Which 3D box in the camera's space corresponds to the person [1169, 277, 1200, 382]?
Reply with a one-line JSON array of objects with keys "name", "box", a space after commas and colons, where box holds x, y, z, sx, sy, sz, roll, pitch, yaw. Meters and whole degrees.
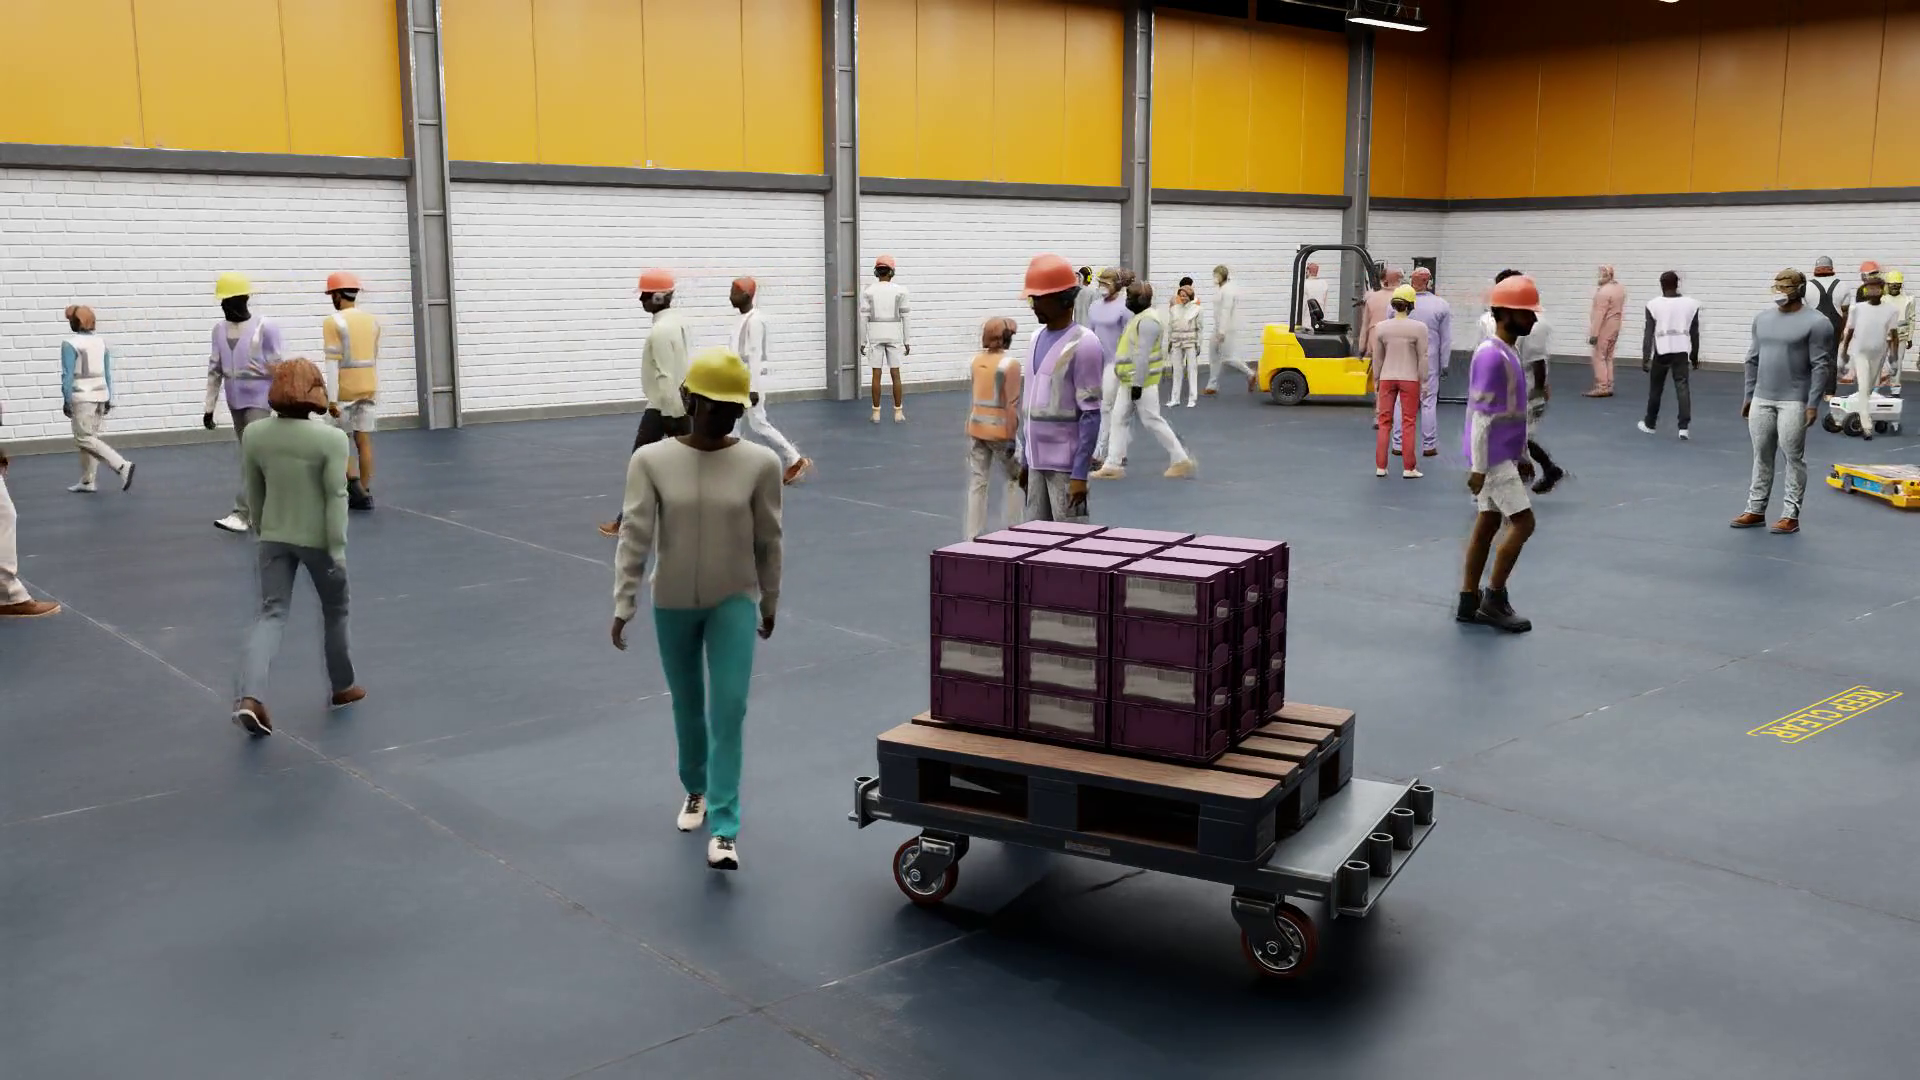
[{"name": "person", "box": [3.633, -3.404, 26.898, 0.529, 1.689, 0.320, 3, 10, 20]}]

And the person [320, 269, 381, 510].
[{"name": "person", "box": [-4.838, -1.184, 13.220, 0.389, 1.918, 0.563, 6, 11, 30]}]

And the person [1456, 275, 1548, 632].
[{"name": "person", "box": [2.977, -0.455, 8.980, 0.577, 1.919, 0.544, 4, 11, 24]}]

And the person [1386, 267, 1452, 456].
[{"name": "person", "box": [4.635, -1.798, 16.857, 0.651, 1.907, 0.409, 3, 10, 17]}]

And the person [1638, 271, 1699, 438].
[{"name": "person", "box": [7.997, -2.084, 18.703, 0.662, 1.850, 1.043, 1, 10, 4]}]

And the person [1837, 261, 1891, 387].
[{"name": "person", "box": [14.153, -3.360, 25.861, 0.624, 1.962, 0.963, -7, 12, -34]}]

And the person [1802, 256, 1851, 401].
[{"name": "person", "box": [12.004, -2.954, 23.237, 0.676, 2.000, 0.536, 2, 10, 14]}]

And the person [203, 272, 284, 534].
[{"name": "person", "box": [-5.292, -0.994, 12.170, 0.615, 1.893, 0.799, 4, 10, 22]}]

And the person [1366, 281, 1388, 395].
[{"name": "person", "box": [6.140, -2.884, 24.014, 0.707, 1.623, 0.555, -1, 10, -7]}]

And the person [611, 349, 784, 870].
[{"name": "person", "box": [-0.864, 0.228, 5.555, 0.552, 1.708, 0.932, -1, 10, -4]}]

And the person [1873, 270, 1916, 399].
[{"name": "person", "box": [12.985, -2.841, 23.210, 0.588, 1.827, 0.403, 3, 10, 18]}]

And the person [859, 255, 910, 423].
[{"name": "person", "box": [-0.914, -2.439, 20.248, 0.613, 2.029, 0.403, 0, 10, -3]}]

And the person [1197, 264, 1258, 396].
[{"name": "person", "box": [3.898, -3.024, 24.047, 0.831, 1.913, 0.635, -1, 10, -8]}]

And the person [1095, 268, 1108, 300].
[{"name": "person", "box": [2.236, -3.262, 25.647, 0.403, 1.832, 0.600, -3, 10, -17]}]

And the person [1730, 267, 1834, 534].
[{"name": "person", "box": [6.024, -1.017, 12.189, 0.371, 1.940, 0.627, -6, 11, -30]}]

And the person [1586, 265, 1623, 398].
[{"name": "person", "box": [9.249, -2.981, 23.869, 0.701, 1.893, 0.412, -9, 13, -44]}]

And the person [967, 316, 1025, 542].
[{"name": "person", "box": [0.278, -0.708, 11.318, 0.578, 1.618, 0.534, -9, 13, -42]}]

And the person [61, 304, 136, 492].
[{"name": "person", "box": [-7.356, -1.190, 14.128, 0.658, 1.616, 0.523, 1, 10, 9]}]

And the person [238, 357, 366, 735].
[{"name": "person", "box": [-2.861, 0.013, 7.155, 0.501, 1.595, 0.821, 1, 10, 4]}]

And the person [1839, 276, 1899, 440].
[{"name": "person", "box": [10.115, -2.020, 18.479, 0.565, 1.810, 0.965, 3, 10, 19]}]

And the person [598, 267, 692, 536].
[{"name": "person", "box": [-2.091, -0.989, 11.996, 1.008, 1.955, 0.609, 1, 10, 6]}]

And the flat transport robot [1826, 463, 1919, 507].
[{"name": "flat transport robot", "box": [7.864, -0.466, 13.839, 0.652, 0.197, 1.431, 1, 10, 4]}]

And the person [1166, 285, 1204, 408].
[{"name": "person", "box": [3.018, -2.595, 22.305, 0.514, 1.640, 0.311, 7, 12, 34]}]

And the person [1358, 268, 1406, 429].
[{"name": "person", "box": [5.090, -2.247, 19.592, 0.778, 1.874, 0.674, -8, 13, -40]}]

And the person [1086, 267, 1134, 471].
[{"name": "person", "box": [1.310, -1.611, 15.758, 0.804, 1.913, 0.661, -6, 11, -30]}]

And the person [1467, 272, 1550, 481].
[{"name": "person", "box": [4.767, -1.396, 14.571, 1.007, 1.897, 0.638, -7, 12, -35]}]

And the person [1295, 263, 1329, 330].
[{"name": "person", "box": [5.967, -3.761, 28.352, 0.638, 1.909, 0.408, -6, 12, -33]}]

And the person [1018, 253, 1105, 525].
[{"name": "person", "box": [0.459, -0.392, 8.249, 0.382, 2.038, 0.606, -5, 11, -28]}]

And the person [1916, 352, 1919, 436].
[{"name": "person", "box": [10.957, -2.024, 18.449, 0.619, 1.813, 0.468, 7, 12, 35]}]

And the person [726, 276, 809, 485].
[{"name": "person", "box": [-1.793, -1.375, 14.560, 0.884, 1.852, 0.584, -4, 11, -23]}]

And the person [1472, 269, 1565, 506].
[{"name": "person", "box": [4.545, -1.229, 13.471, 0.754, 1.930, 0.654, -5, 11, -28]}]

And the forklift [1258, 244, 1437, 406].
[{"name": "forklift", "box": [5.256, -2.933, 22.661, 2.313, 2.155, 1.214, 3, 10, 16]}]

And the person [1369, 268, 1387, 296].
[{"name": "person", "box": [7.077, -3.672, 28.008, 0.517, 1.843, 0.325, -4, 10, -22]}]

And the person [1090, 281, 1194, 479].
[{"name": "person", "box": [1.673, -1.436, 15.043, 0.910, 1.813, 0.622, -2, 10, -9]}]

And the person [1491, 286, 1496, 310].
[{"name": "person", "box": [8.121, -3.073, 25.123, 0.268, 1.631, 0.507, 4, 11, 24]}]

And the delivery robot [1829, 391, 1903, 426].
[{"name": "delivery robot", "box": [10.257, -1.506, 18.828, 0.707, 0.478, 0.477, 0, 10, -2]}]

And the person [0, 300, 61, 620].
[{"name": "person", "box": [-5.553, -0.504, 9.136, 0.856, 1.964, 0.610, -5, 11, -27]}]

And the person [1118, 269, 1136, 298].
[{"name": "person", "box": [2.303, -2.860, 23.265, 0.429, 1.842, 0.632, -4, 11, -23]}]

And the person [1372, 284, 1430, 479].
[{"name": "person", "box": [4.018, -1.440, 15.176, 0.525, 1.769, 0.310, 6, 12, 33]}]

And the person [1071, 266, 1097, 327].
[{"name": "person", "box": [1.851, -3.124, 24.728, 0.519, 1.873, 0.328, 7, 12, 36]}]
